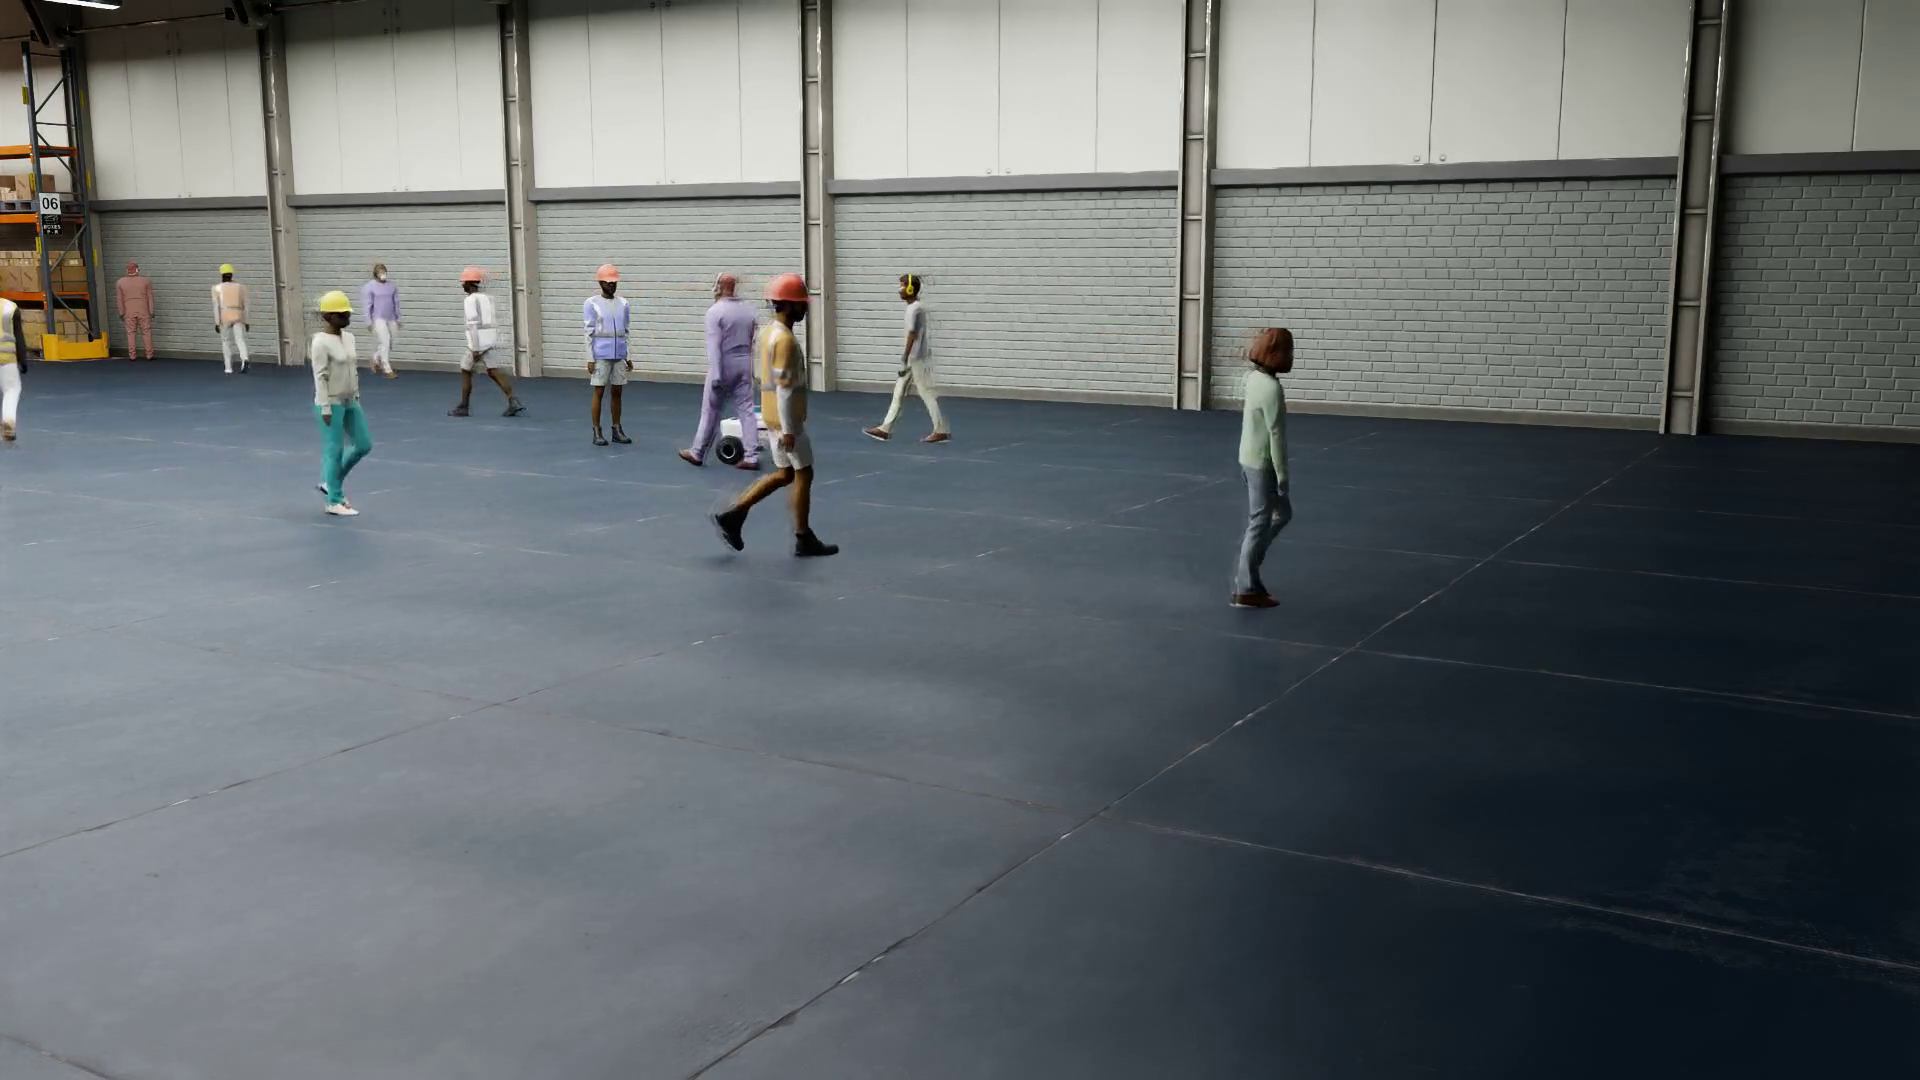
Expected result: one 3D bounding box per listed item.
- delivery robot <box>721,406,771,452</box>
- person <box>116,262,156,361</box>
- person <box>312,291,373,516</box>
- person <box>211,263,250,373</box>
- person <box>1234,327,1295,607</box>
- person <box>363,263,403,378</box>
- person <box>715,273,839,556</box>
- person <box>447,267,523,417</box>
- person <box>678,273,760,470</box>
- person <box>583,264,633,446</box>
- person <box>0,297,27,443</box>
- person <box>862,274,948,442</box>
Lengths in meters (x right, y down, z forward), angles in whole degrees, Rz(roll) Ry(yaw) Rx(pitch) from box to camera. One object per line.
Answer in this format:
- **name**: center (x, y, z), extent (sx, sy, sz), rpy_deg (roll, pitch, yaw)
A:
- **delivery robot**: center (-1.966, -1.072, 16.285), extent (0.707, 0.478, 0.477), rpy_deg (2, 10, 13)
- **person**: center (-15.906, -4.404, 32.137), extent (0.639, 1.902, 0.406), rpy_deg (-3, 10, -19)
- **person**: center (-4.832, -1.057, 12.961), extent (0.375, 1.753, 0.542), rpy_deg (2, 10, 13)
- **person**: center (-12.534, -3.806, 28.642), extent (0.594, 1.904, 0.817), rpy_deg (-8, 12, -39)
- **person**: center (1.764, -0.408, 9.545), extent (0.388, 1.616, 0.538), rpy_deg (-1, 10, -3)
- **person**: center (-9.637, -3.654, 27.700), extent (0.736, 1.917, 0.640), rpy_deg (6, 11, 31)
- **person**: center (-1.227, -0.818, 11.108), extent (0.746, 1.915, 0.553), rpy_deg (-3, 10, -15)
- **person**: center (-5.974, -2.475, 20.890), extent (0.977, 1.897, 0.558), rpy_deg (2, 10, 13)
- **person**: center (-2.266, -1.601, 15.839), extent (0.987, 1.853, 0.665), rpy_deg (7, 12, 37)
- **person**: center (-3.753, -1.984, 17.857), extent (0.548, 1.937, 0.379), rpy_deg (-8, 13, -40)
- **person**: center (-10.381, -1.928, 17.839), extent (0.646, 1.829, 0.585), rpy_deg (-5, 11, -26)
- **person**: center (-0.575, -1.953, 18.017), extent (0.961, 1.817, 0.551), rpy_deg (0, 10, 0)
